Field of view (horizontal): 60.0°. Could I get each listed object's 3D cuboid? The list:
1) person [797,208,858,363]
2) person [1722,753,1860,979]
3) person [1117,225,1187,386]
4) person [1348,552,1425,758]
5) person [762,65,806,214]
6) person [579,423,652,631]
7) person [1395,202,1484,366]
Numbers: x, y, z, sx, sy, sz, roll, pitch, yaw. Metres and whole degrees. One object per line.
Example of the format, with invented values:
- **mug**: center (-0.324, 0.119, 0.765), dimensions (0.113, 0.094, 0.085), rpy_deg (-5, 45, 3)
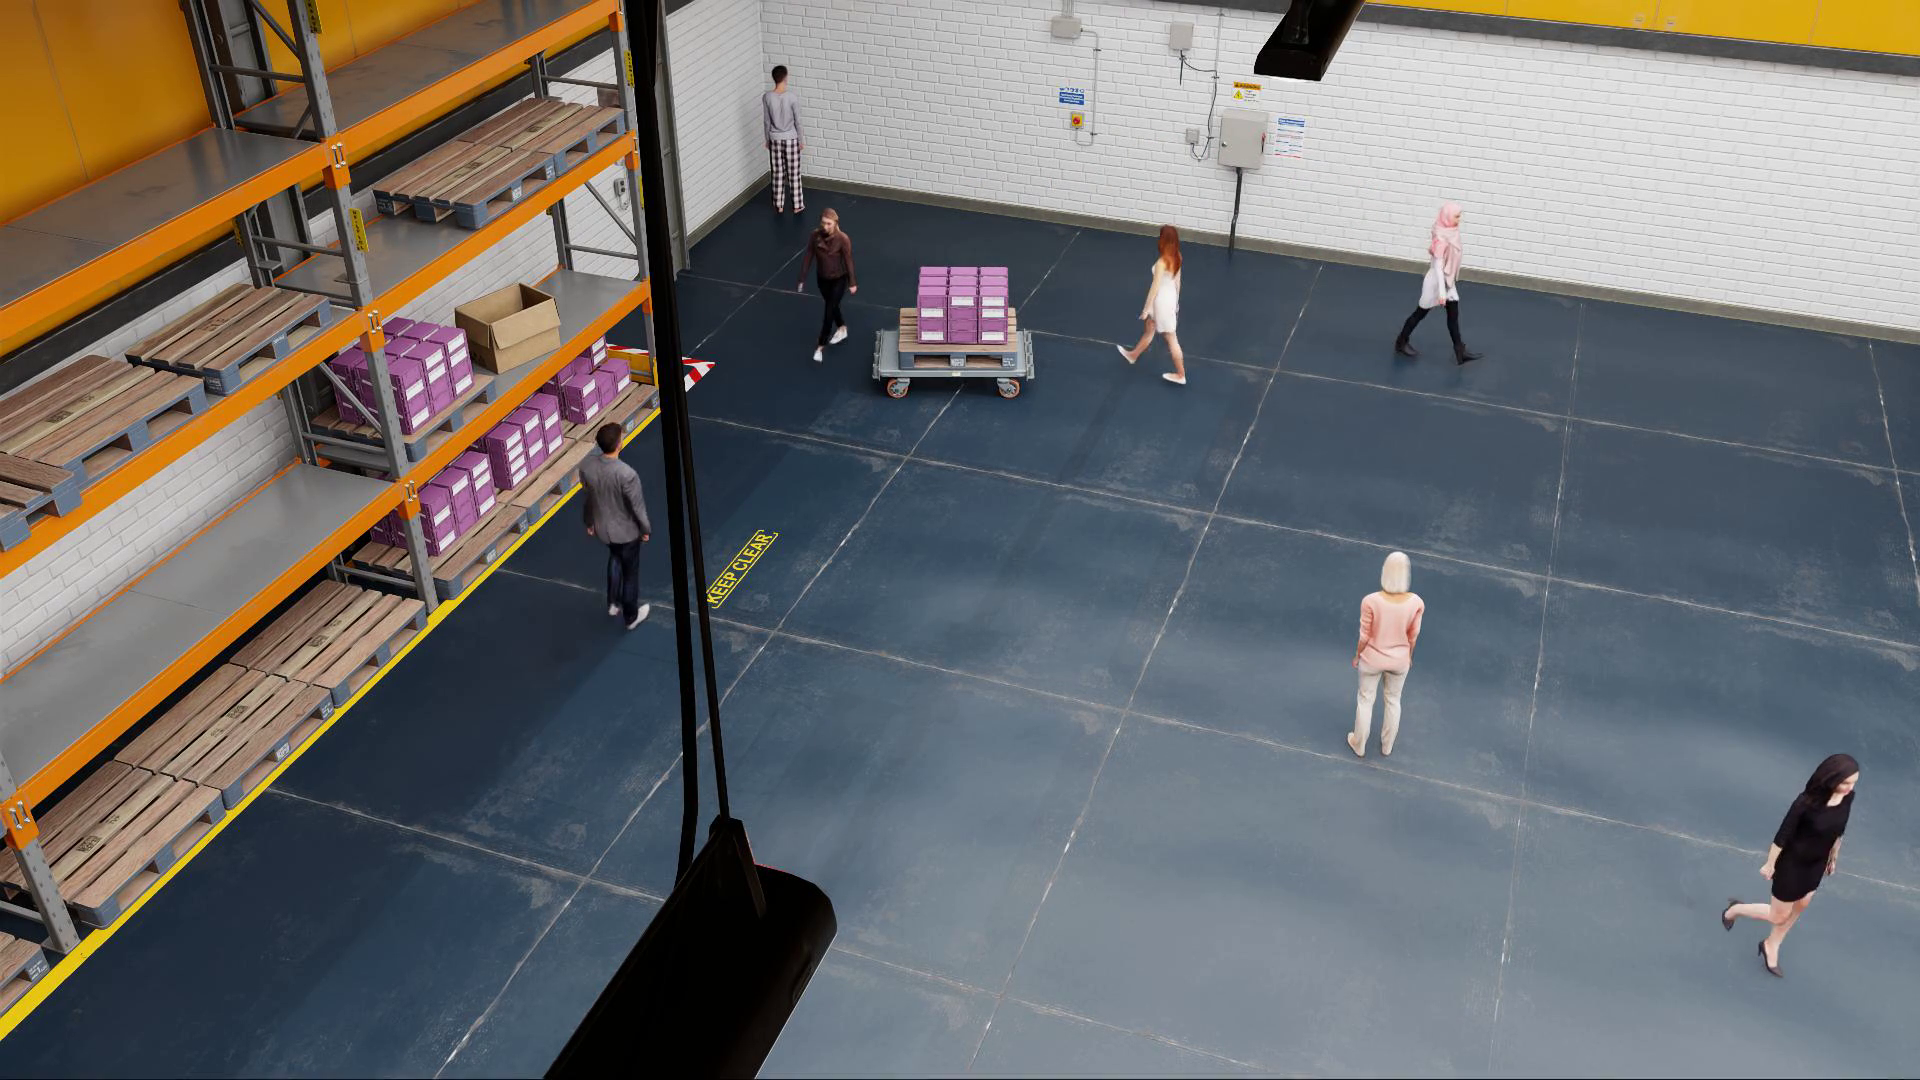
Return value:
- **person**: center (-1.316, -2.733, 17.483), dimensions (0.765, 1.651, 1.068), rpy_deg (15, 36, 21)
- **person**: center (5.142, 1.953, 10.307), dimensions (0.809, 1.792, 0.877), rpy_deg (-11, 35, -16)
- **person**: center (2.154, -2.346, 16.884), dimensions (0.816, 1.671, 1.086), rpy_deg (20, 38, 27)
- **person**: center (3.073, 0.838, 12.045), dimensions (0.660, 1.724, 0.626), rpy_deg (0, 34, 1)
- **person**: center (-2.191, -4.977, 20.683), dimensions (0.683, 1.847, 0.616), rpy_deg (3, 34, 5)
- **person**: center (-2.772, -0.050, 13.260), dimensions (0.704, 1.859, 0.627), rpy_deg (12, 35, 17)
- **person**: center (4.868, -2.648, 17.265), dimensions (0.903, 1.751, 1.161), rpy_deg (20, 39, 27)
